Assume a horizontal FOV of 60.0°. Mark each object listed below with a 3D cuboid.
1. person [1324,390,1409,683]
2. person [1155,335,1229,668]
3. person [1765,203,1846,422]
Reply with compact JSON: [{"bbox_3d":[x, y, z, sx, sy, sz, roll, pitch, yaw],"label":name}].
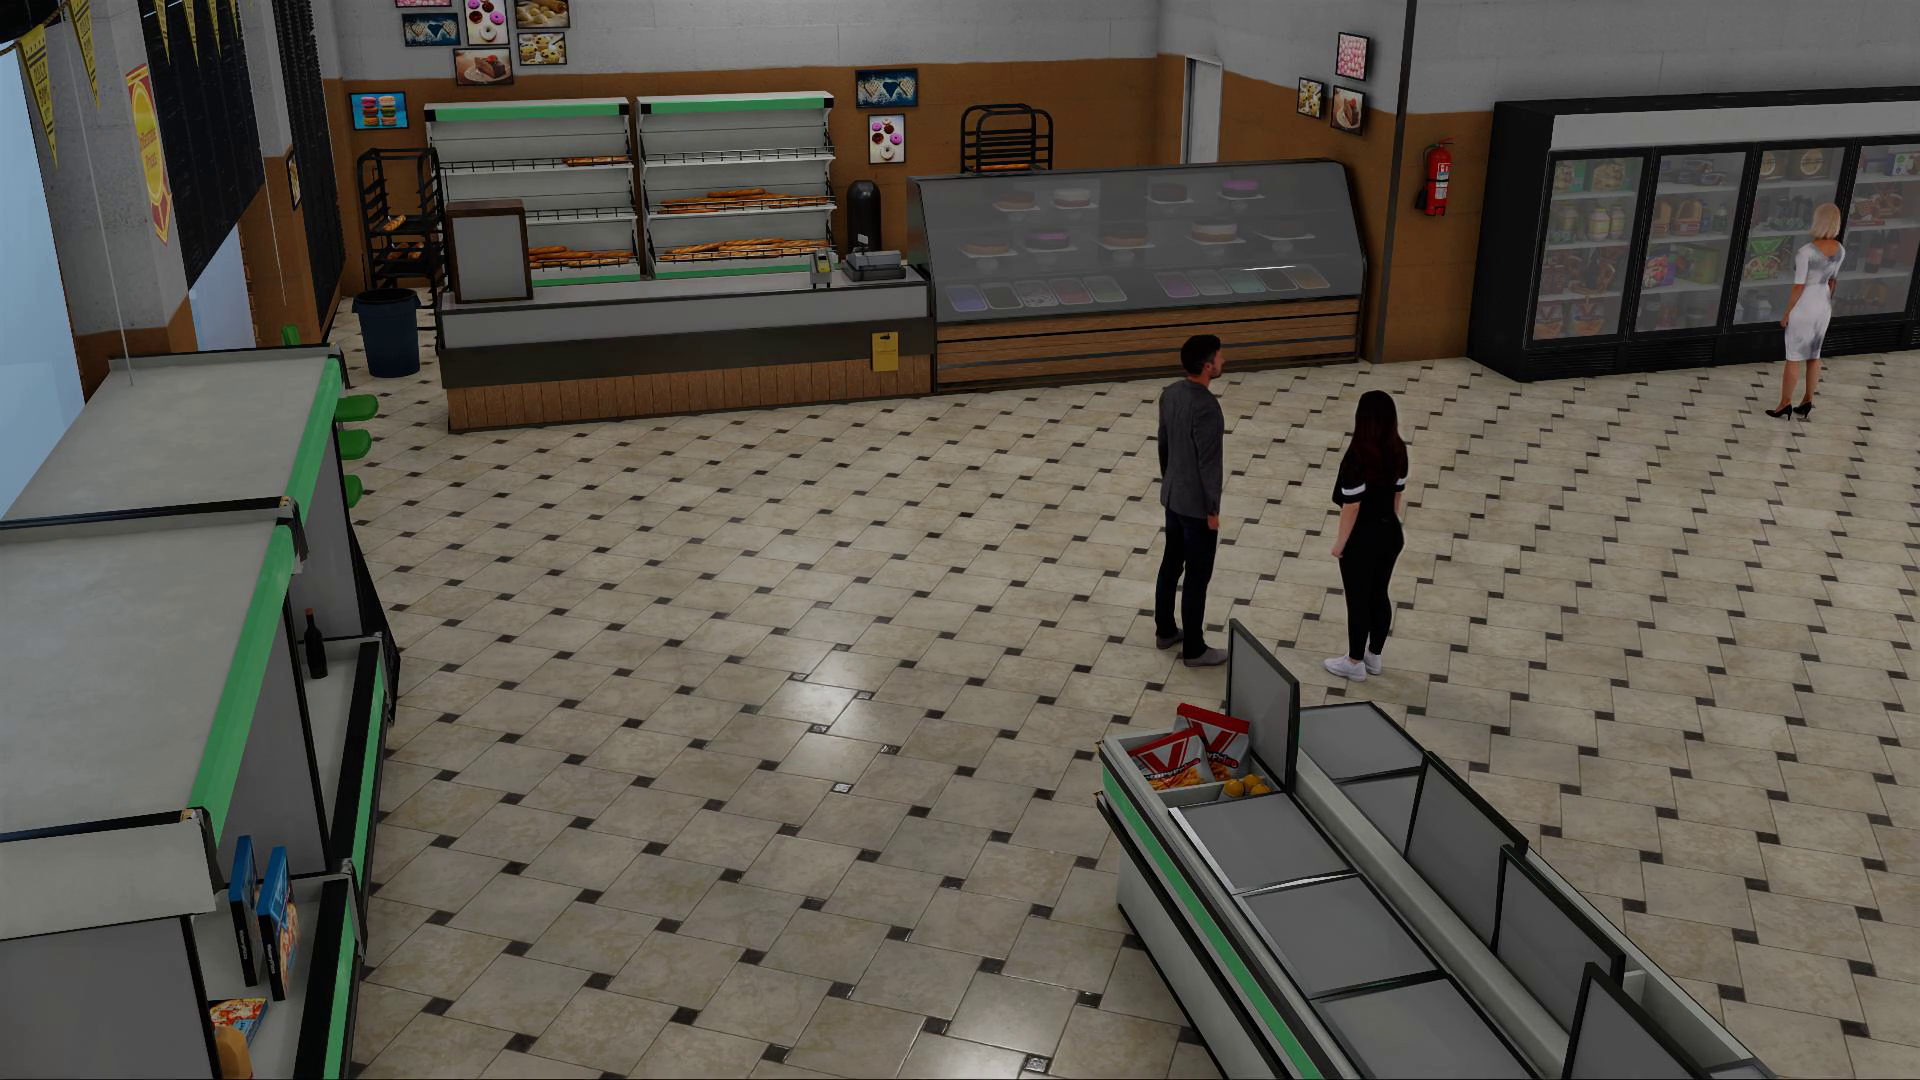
[{"bbox_3d":[2.216,-0.021,9.023,0.672,1.638,0.674,-13,25,-29],"label":"person"},{"bbox_3d":[1.288,-0.225,9.214,0.778,1.874,0.594,-10,24,-23],"label":"person"},{"bbox_3d":[6.835,-1.831,13.374,0.554,1.751,0.489,-6,23,-14],"label":"person"}]
